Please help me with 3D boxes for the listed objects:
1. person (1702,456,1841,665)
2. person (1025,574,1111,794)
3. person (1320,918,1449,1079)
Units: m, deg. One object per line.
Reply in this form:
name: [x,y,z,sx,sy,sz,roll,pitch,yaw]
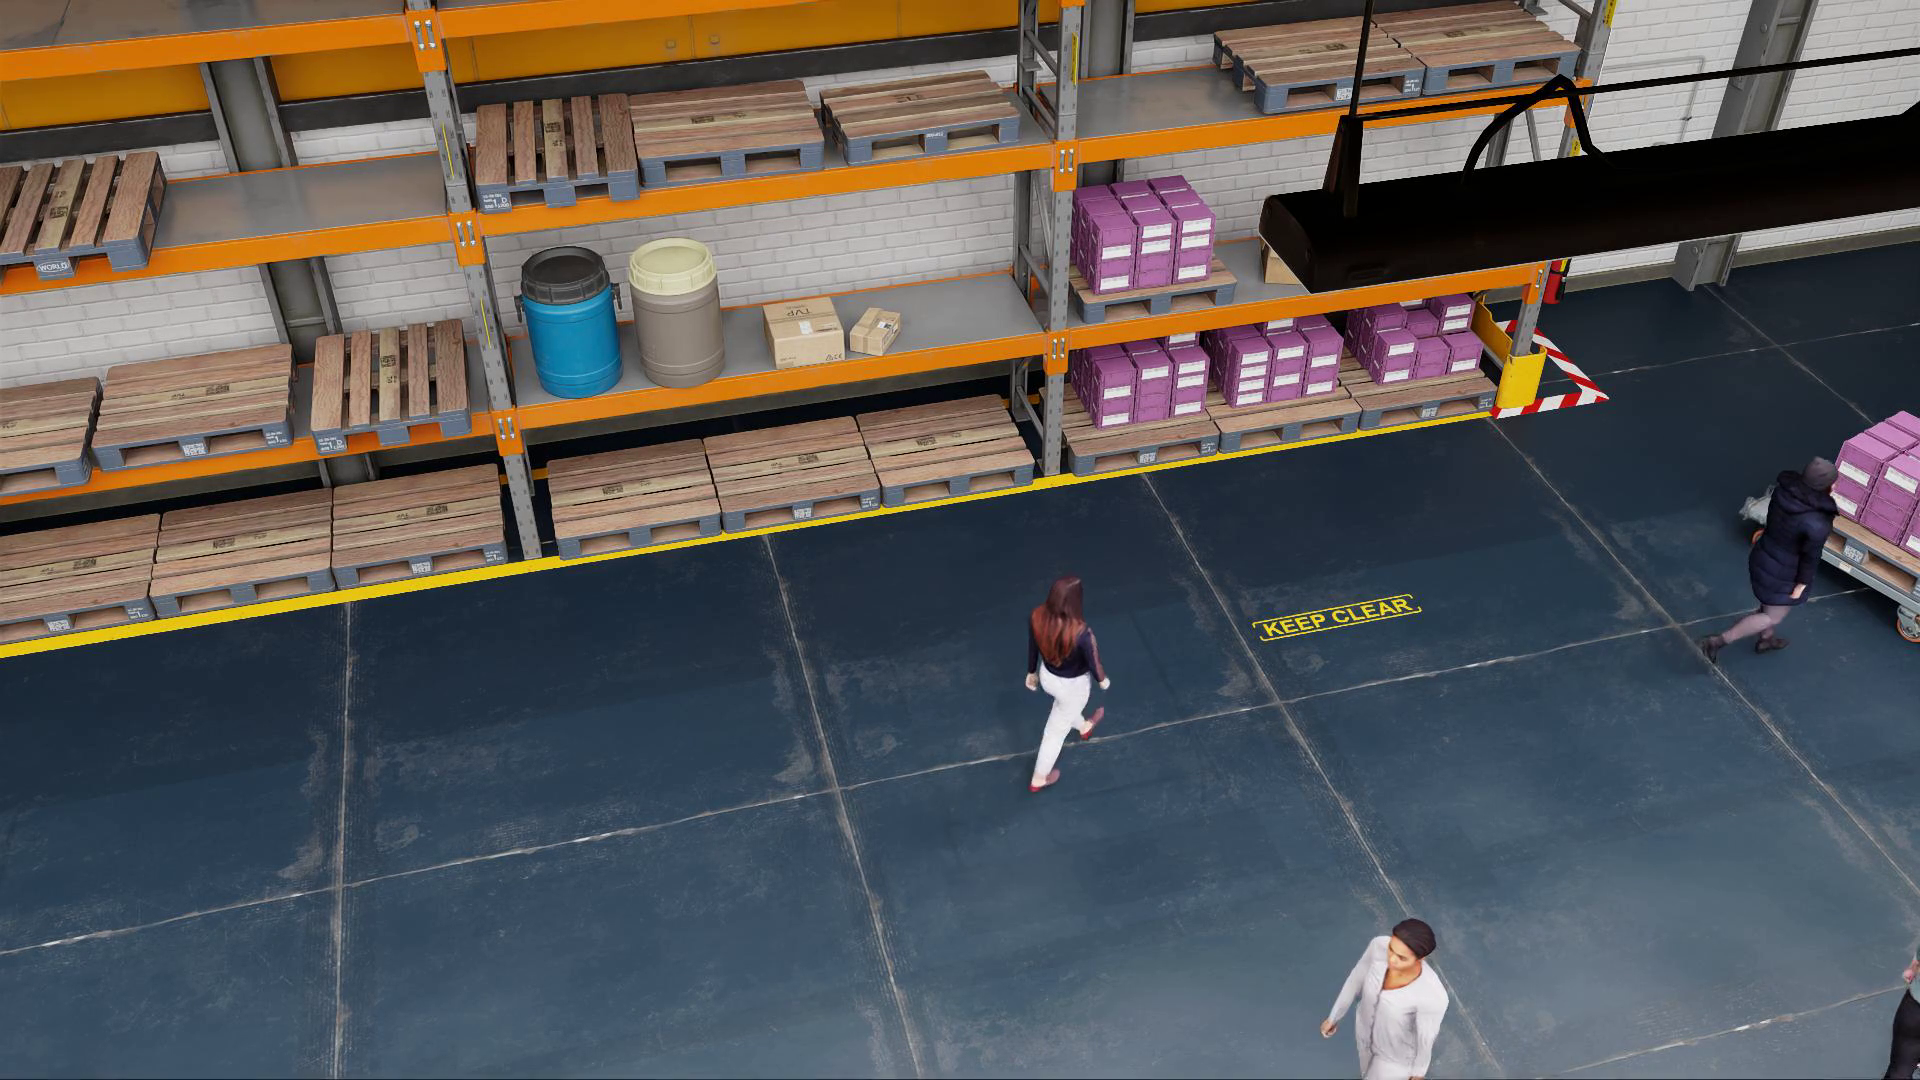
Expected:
person: [5.316,0.177,10.858,1.002,1.655,0.715,-6,39,-8]
person: [0.586,0.910,10.010,0.930,1.568,1.105,31,48,33]
person: [2.137,2.375,8.057,0.831,1.717,0.737,-17,42,-20]
